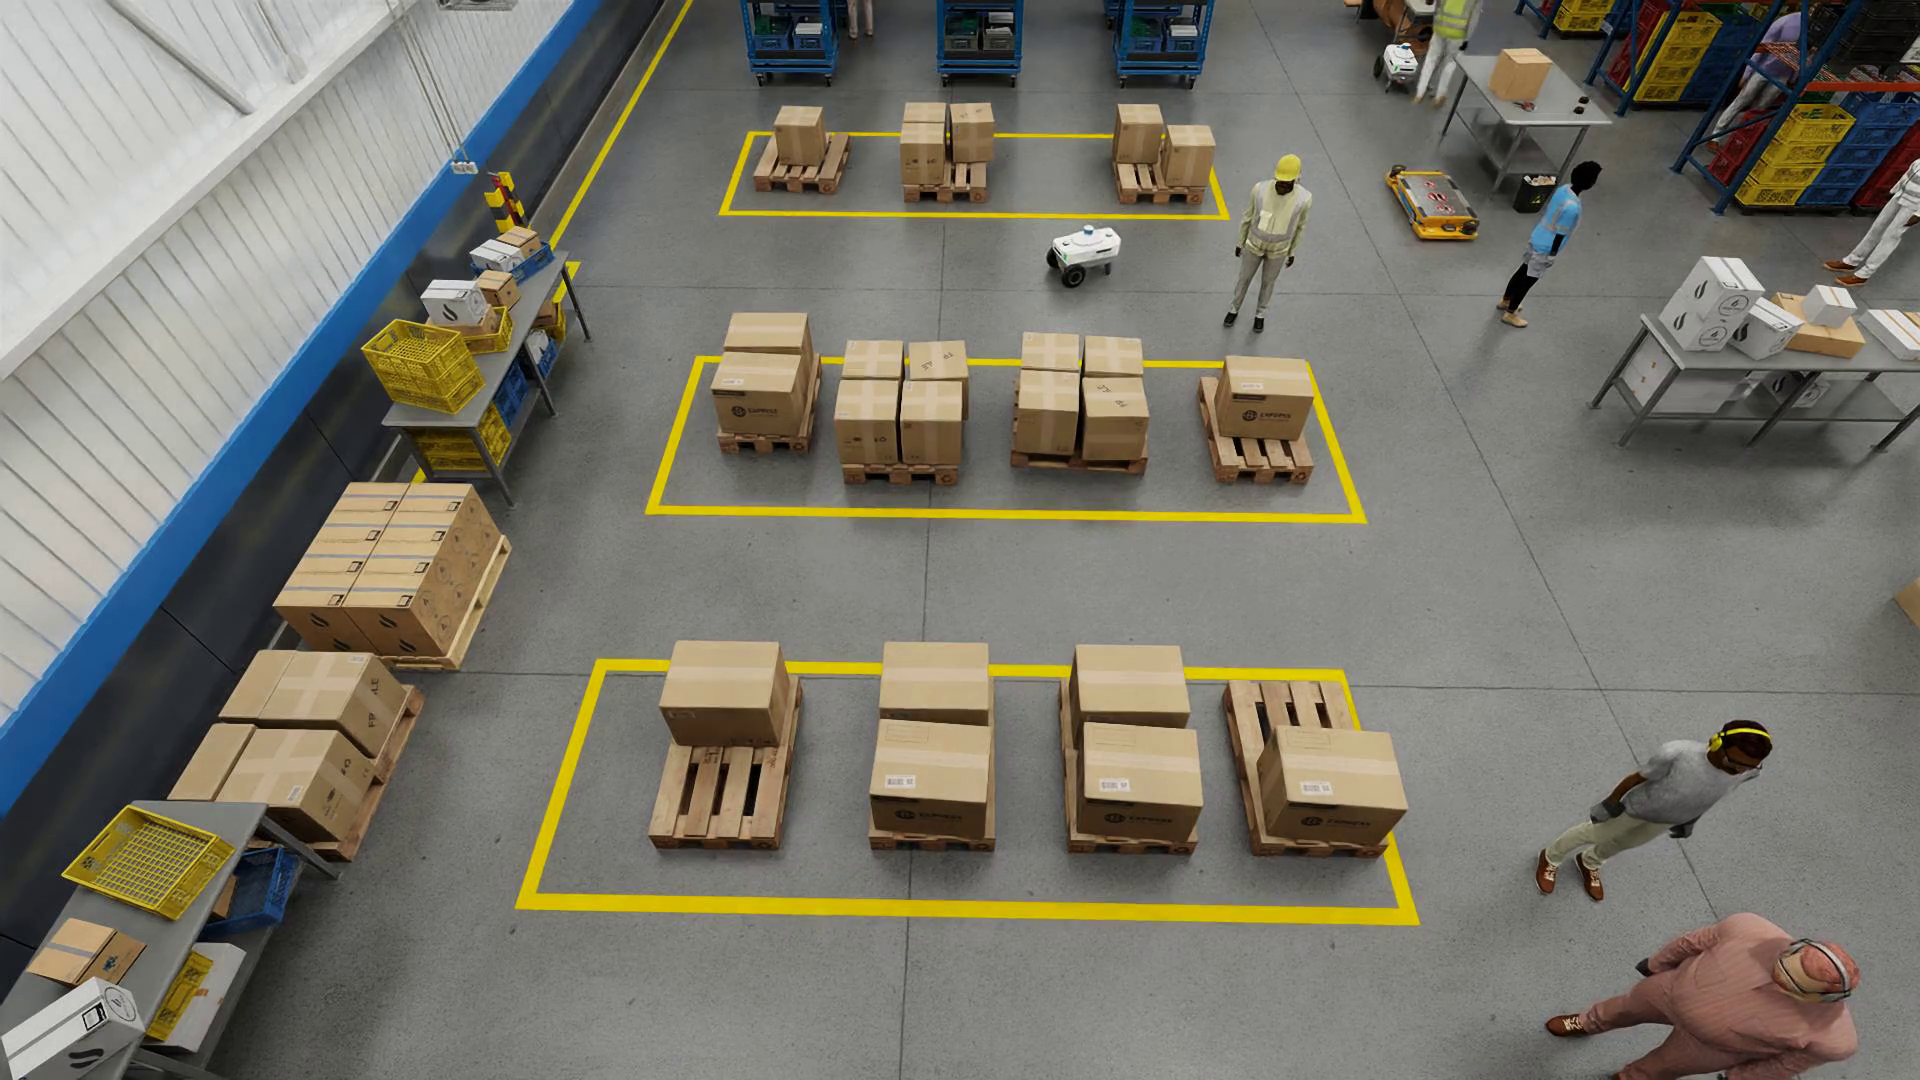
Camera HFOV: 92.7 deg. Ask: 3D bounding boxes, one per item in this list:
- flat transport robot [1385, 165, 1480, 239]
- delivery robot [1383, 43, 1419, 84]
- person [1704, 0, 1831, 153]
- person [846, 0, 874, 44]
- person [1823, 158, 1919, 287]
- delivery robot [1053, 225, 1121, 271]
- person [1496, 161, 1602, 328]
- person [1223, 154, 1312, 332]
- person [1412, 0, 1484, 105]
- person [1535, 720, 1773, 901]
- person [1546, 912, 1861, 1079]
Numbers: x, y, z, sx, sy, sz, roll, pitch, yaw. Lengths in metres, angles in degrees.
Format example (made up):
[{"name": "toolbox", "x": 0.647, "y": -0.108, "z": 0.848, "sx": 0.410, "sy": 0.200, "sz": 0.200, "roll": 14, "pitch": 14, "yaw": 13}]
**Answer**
[{"name": "flat transport robot", "x": 5.692, "y": -4.094, "z": 11.059, "sx": 0.652, "sy": 0.197, "sz": 1.431, "roll": 1, "pitch": 49, "yaw": 1}, {"name": "delivery robot", "x": 6.375, "y": -6.918, "z": 13.257, "sx": 0.477, "sy": 0.478, "sz": 0.707, "roll": 4, "pitch": 49, "yaw": 3}, {"name": "person", "x": 10.128, "y": -5.817, "z": 11.460, "sx": 0.634, "sy": 1.932, "sz": 0.371, "roll": 8, "pitch": 50, "yaw": 7}, {"name": "person", "x": -1.553, "y": -8.630, "z": 13.865, "sx": 0.625, "sy": 1.980, "sz": 0.410, "roll": -24, "pitch": 53, "yaw": -20}, {"name": "person", "x": 9.852, "y": -3.532, "z": 9.519, "sx": 0.361, "sy": 1.879, "sz": 0.590, "roll": 8, "pitch": 50, "yaw": 7}, {"name": "delivery robot", "x": 1.391, "y": -3.204, "z": 10.042, "sx": 0.707, "sy": 0.478, "sz": 0.477, "roll": -15, "pitch": 51, "yaw": -13}, {"name": "person", "x": 5.848, "y": -2.941, "z": 9.124, "sx": 0.318, "sy": 1.696, "sz": 0.533, "roll": 11, "pitch": 50, "yaw": 9}, {"name": "person", "x": 3.011, "y": -2.885, "z": 8.986, "sx": 0.602, "sy": 1.830, "sz": 0.404, "roll": 15, "pitch": 51, "yaw": 13}, {"name": "person", "x": 6.696, "y": -6.947, "z": 12.524, "sx": 0.653, "sy": 1.807, "sz": 0.659, "roll": 36, "pitch": 58, "yaw": 27}, {"name": "person", "x": 3.879, "y": 1.534, "z": 5.138, "sx": 0.538, "sy": 1.869, "sz": 0.313, "roll": 7, "pitch": 49, "yaw": 6}, {"name": "person", "x": 3.582, "y": 2.315, "z": 4.442, "sx": 0.407, "sy": 1.902, "sz": 0.638, "roll": -12, "pitch": 50, "yaw": -11}]
